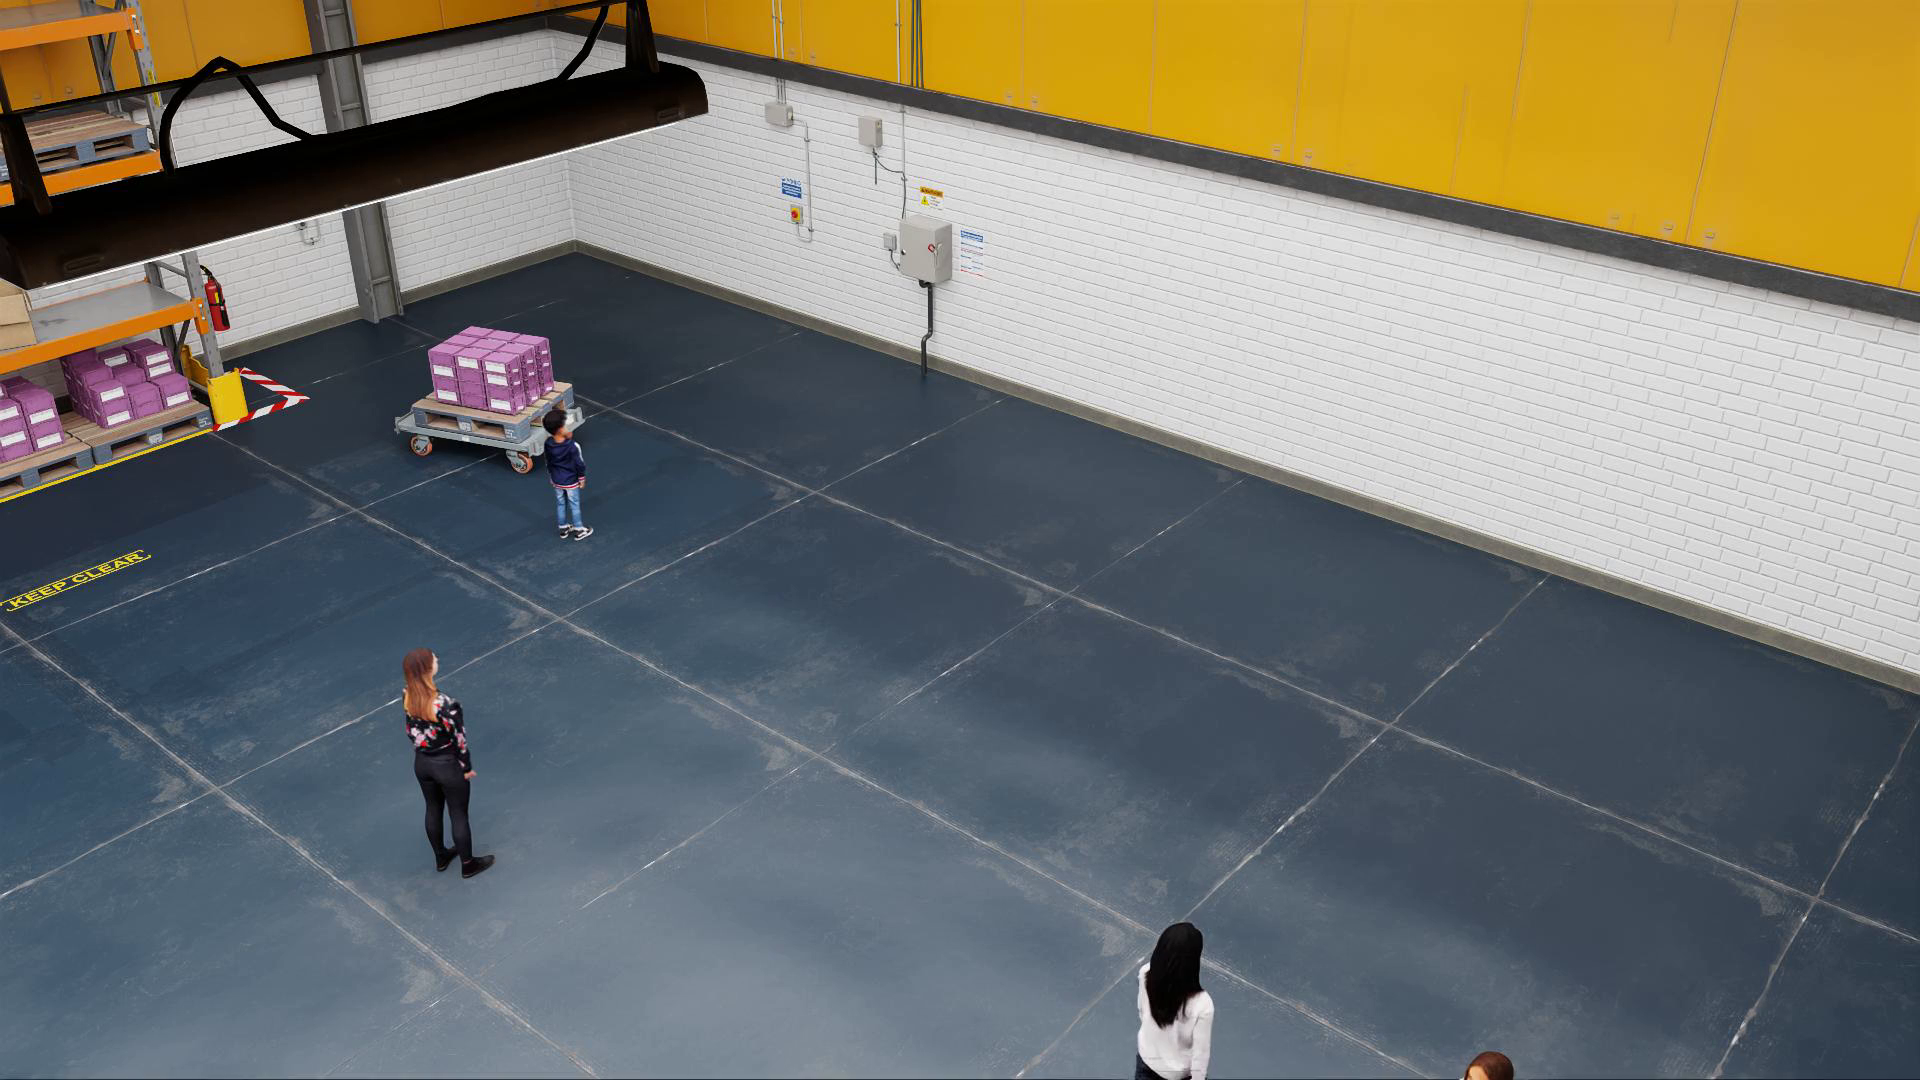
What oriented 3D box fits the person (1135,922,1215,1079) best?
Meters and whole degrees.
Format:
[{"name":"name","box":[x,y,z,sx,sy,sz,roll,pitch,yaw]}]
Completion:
[{"name":"person","box":[0.986,2.655,8.290,0.639,1.648,1.089,21,35,33]}]

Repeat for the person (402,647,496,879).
[{"name":"person","box":[-3.297,1.408,10.541,0.620,1.682,0.585,13,31,22]}]

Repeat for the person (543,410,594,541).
[{"name":"person","box":[-3.483,-0.574,14.654,0.577,1.224,0.582,9,30,16]}]
